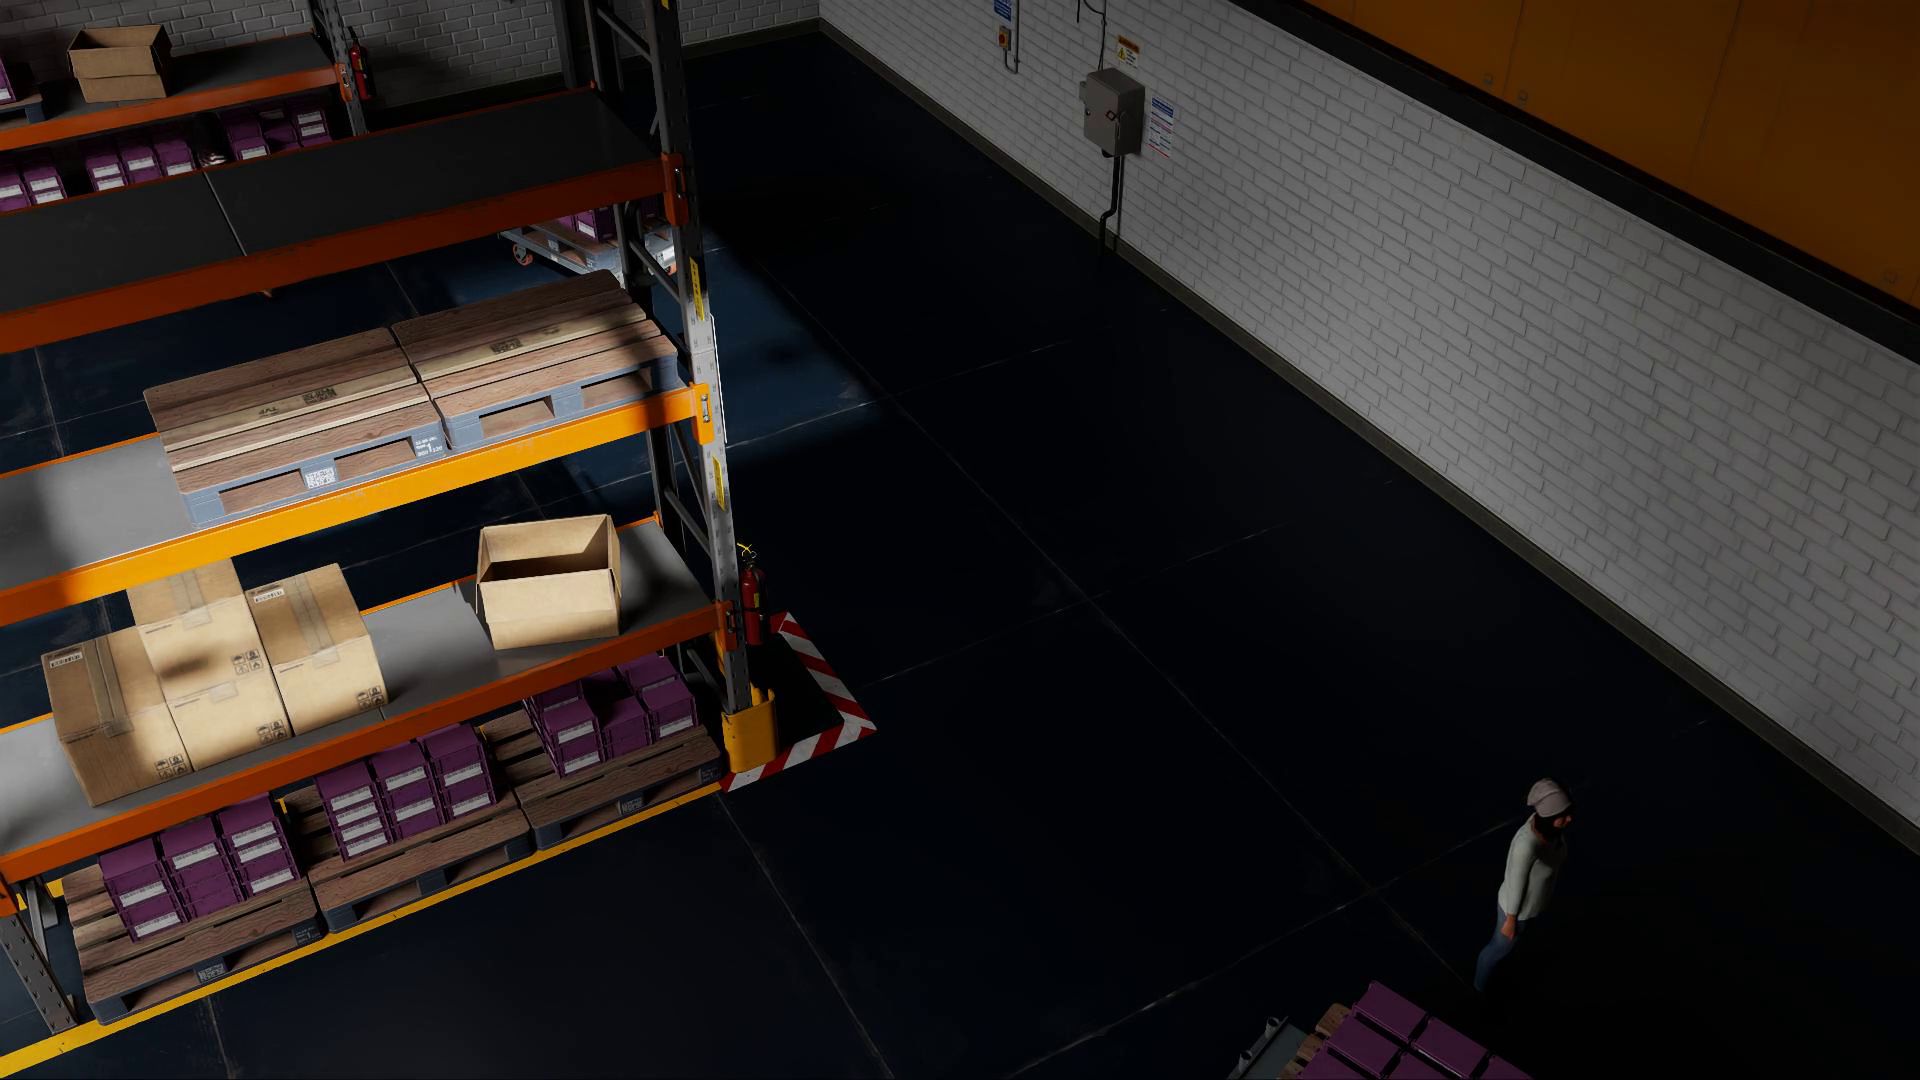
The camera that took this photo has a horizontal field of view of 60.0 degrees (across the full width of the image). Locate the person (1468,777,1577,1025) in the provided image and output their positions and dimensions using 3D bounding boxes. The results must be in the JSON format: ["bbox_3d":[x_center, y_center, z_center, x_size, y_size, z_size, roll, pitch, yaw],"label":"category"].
[{"bbox_3d":[2.907,1.832,8.571,0.697,1.645,0.551,27,46,30],"label":"person"}]

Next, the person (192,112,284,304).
[{"bbox_3d":[-6.289,-2.793,14.249,0.721,1.787,0.862,31,48,33],"label":"person"}]
